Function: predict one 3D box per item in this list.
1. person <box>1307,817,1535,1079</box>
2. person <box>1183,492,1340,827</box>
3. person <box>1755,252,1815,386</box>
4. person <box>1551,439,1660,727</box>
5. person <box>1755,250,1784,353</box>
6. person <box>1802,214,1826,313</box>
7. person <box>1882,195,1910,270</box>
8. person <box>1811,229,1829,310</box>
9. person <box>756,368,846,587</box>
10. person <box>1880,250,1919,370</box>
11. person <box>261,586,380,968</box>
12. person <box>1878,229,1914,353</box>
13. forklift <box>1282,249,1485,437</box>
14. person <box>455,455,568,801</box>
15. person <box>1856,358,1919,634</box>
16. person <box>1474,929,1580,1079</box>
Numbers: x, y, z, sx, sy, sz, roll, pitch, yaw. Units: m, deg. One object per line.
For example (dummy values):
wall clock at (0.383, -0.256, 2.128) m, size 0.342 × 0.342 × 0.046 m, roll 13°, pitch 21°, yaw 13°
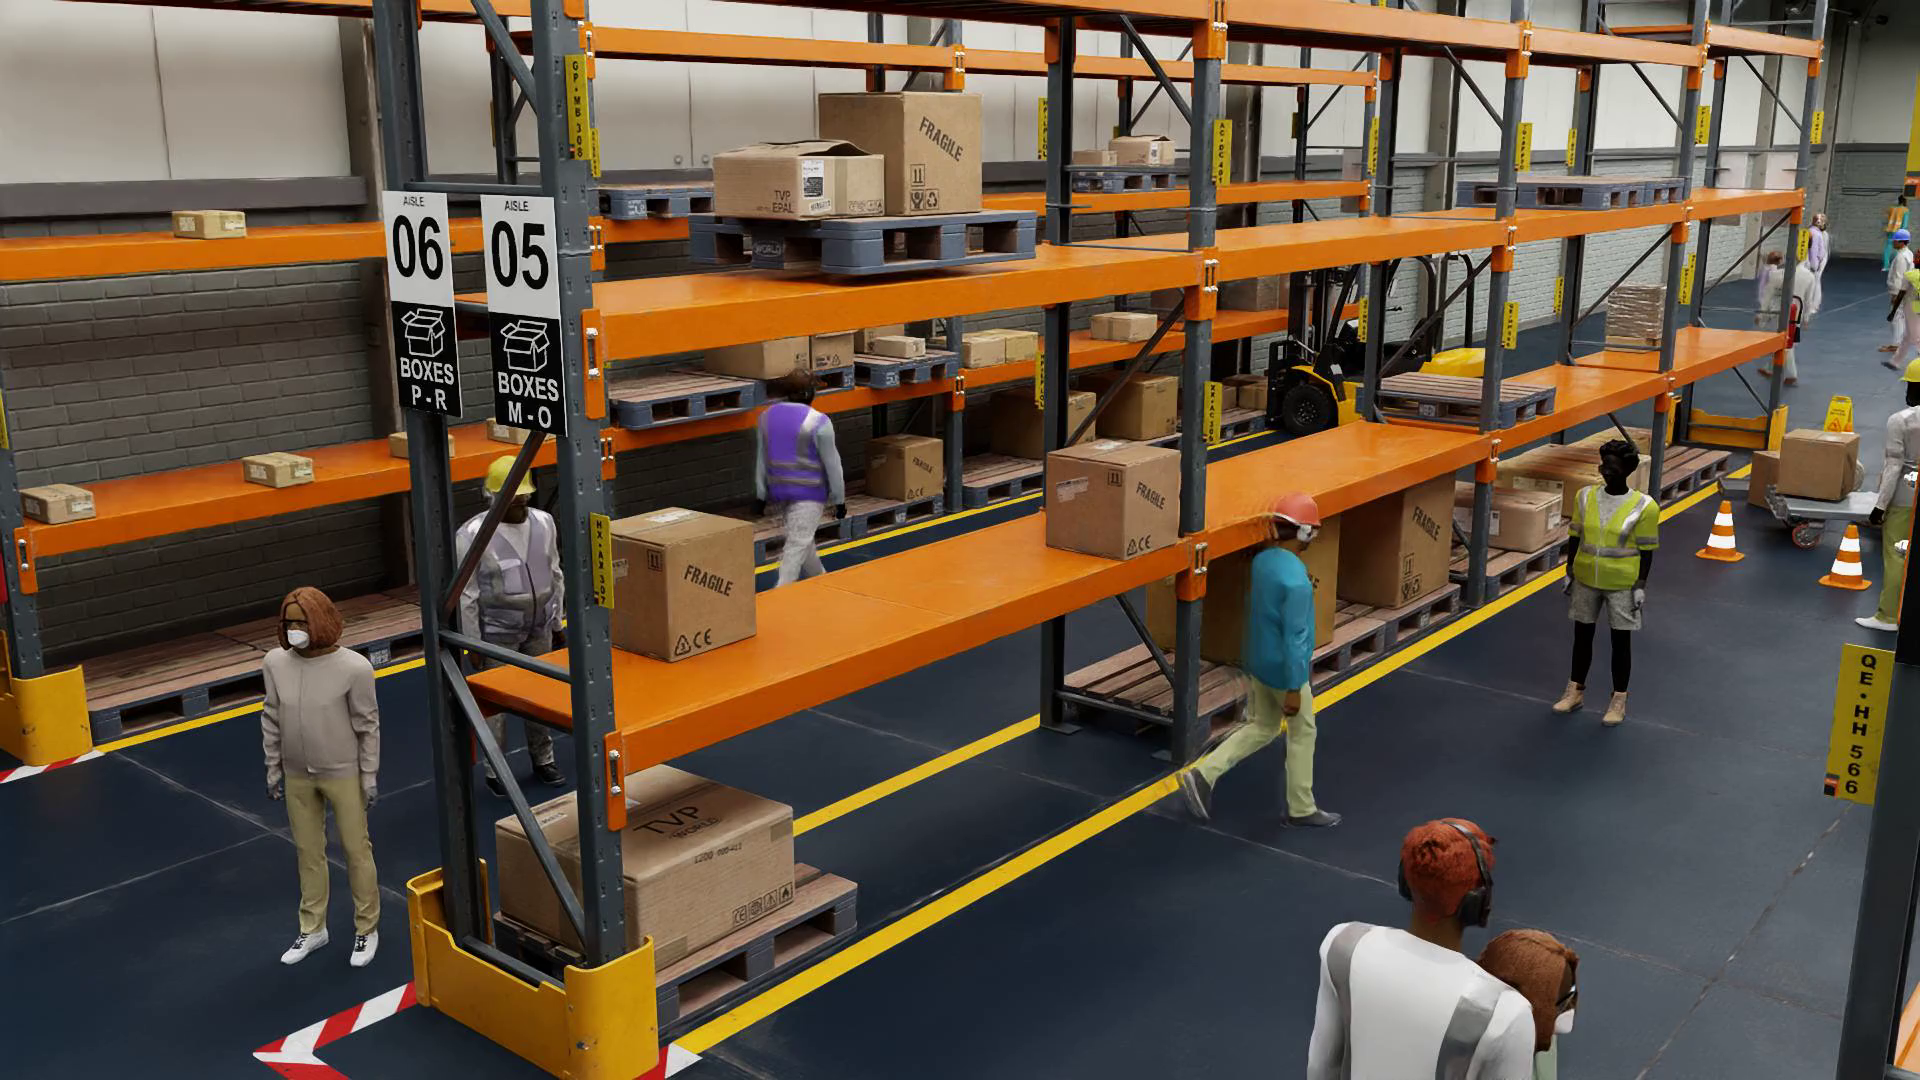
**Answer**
person at (1.103, 1.565, 4.018) m, size 0.337 × 1.883 × 0.584 m, roll -12°, pitch 18°, yaw -40°
person at (1.522, 0.611, 8.244) m, size 0.733 × 1.719 × 0.576 m, roll -2°, pitch 14°, yaw -9°
person at (11.414, -3.097, 23.006) m, size 0.645 × 1.892 × 1.024 m, roll -2°, pitch 14°, yaw -8°
person at (3.802, 0.245, 9.784) m, size 0.535 × 1.697 × 0.318 m, roll 13°, pitch 19°, yaw 43°
person at (12.740, -3.726, 26.080) m, size 0.457 × 1.620 × 0.545 m, roll 3°, pitch 14°, yaw 12°
person at (16.439, -5.328, 32.062) m, size 0.400 × 1.900 × 0.643 m, roll 5°, pitch 15°, yaw 19°
person at (23.605, -7.727, 41.845) m, size 0.711 × 1.894 × 0.614 m, roll -6°, pitch 15°, yaw -24°
person at (16.746, -5.410, 32.554) m, size 0.391 × 1.816 × 0.541 m, roll -1°, pitch 14°, yaw -4°
person at (-1.084, -0.337, 11.935) m, size 0.655 × 1.793 × 0.962 m, roll 9°, pitch 17°, yaw 34°
person at (13.746, -3.270, 23.930) m, size 0.567 × 1.789 × 1.027 m, roll -4°, pitch 14°, yaw -17°
person at (-2.645, 0.983, 6.905) m, size 0.498 × 1.634 × 0.279 m, roll 2°, pitch 14°, yaw 7°
person at (14.826, -3.934, 26.311) m, size 0.423 × 1.940 × 0.610 m, roll 10°, pitch 17°, yaw 35°
forklift at (4.886, -2.214, 18.767) m, size 2.313 × 2.155 × 1.214 m, roll 11°, pitch 18°, yaw 38°
person at (-2.320, 0.450, 8.693) m, size 0.405 × 1.824 × 0.588 m, roll 13°, pitch 19°, yaw 42°
person at (6.589, -0.308, 11.555) m, size 0.594 × 1.925 × 0.369 m, roll -5°, pitch 15°, yaw -18°
person at (1.297, 1.690, 4.044) m, size 0.277 × 1.626 × 0.502 m, roll 11°, pitch 18°, yaw 38°
